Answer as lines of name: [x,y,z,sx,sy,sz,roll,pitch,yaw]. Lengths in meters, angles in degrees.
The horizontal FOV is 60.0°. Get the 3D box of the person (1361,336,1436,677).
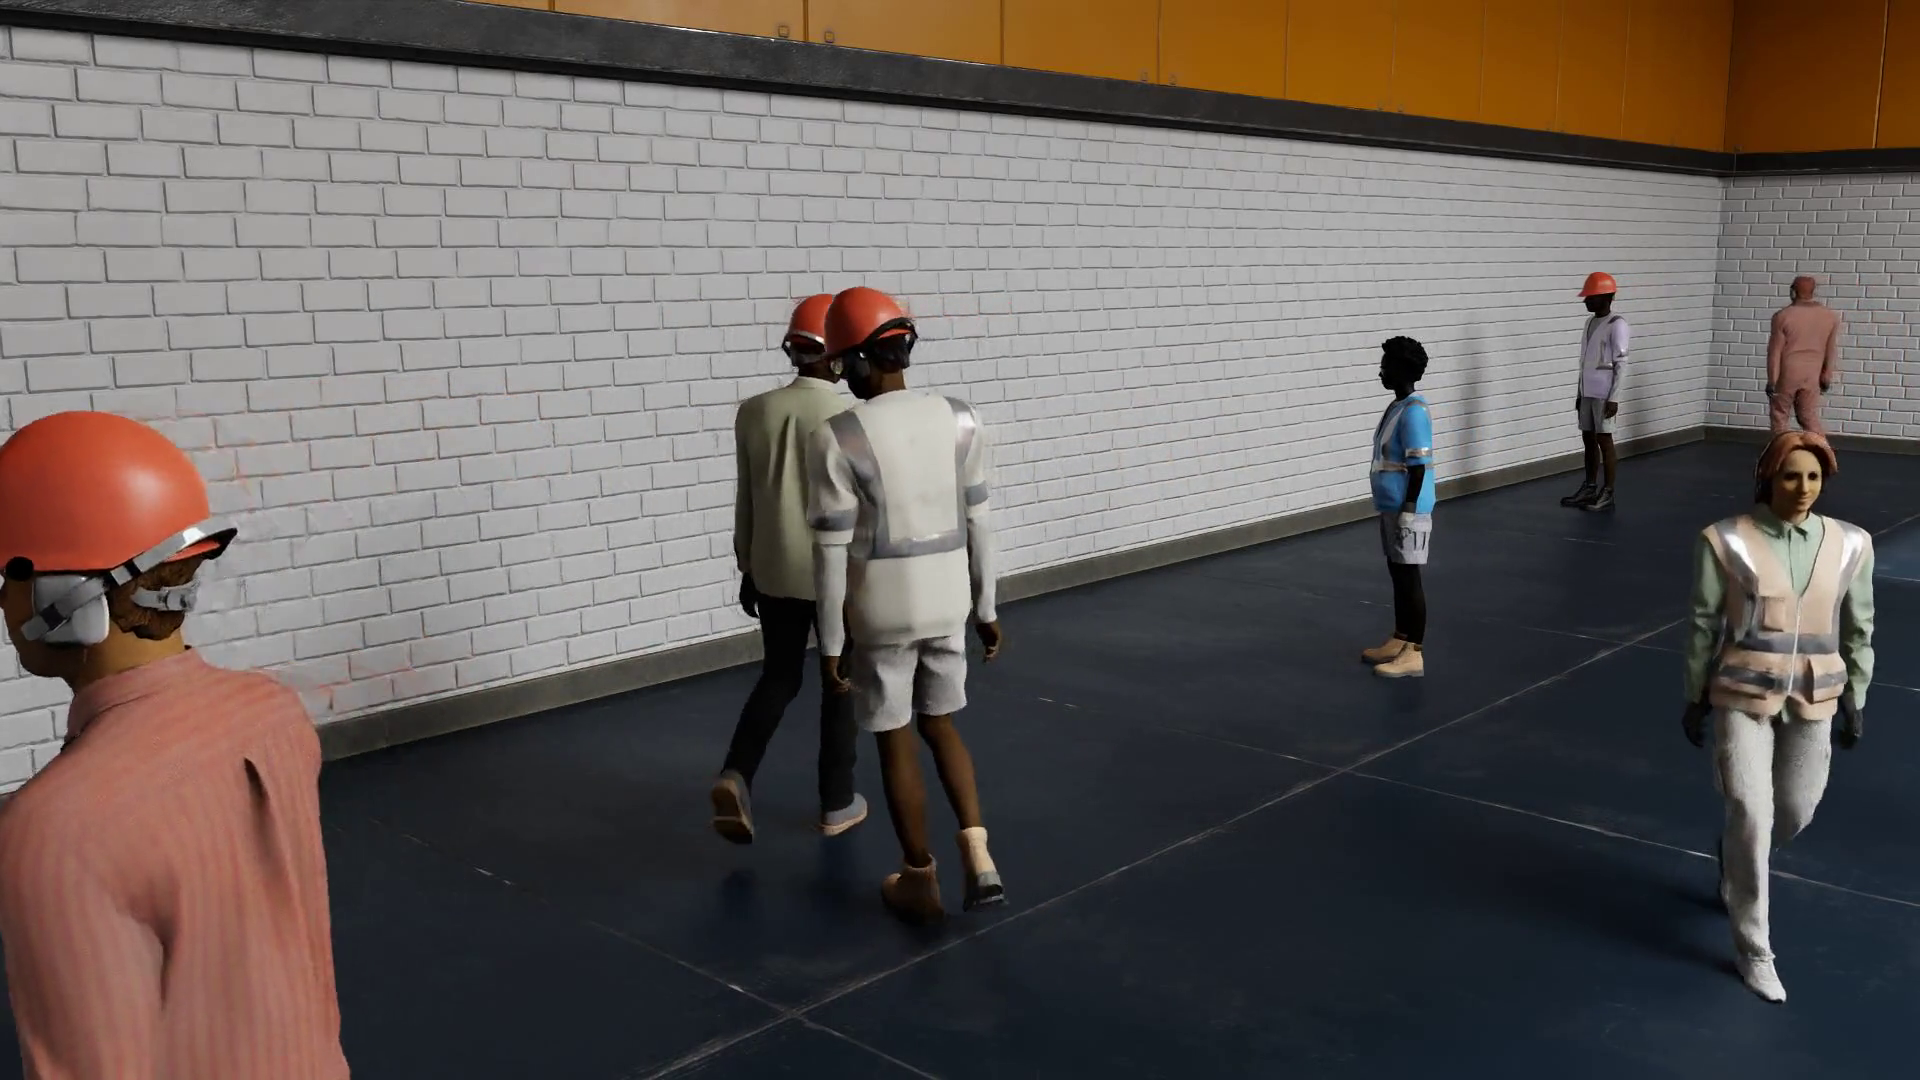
person: [2.199,-0.166,8.303,0.317,1.695,0.540,1,10,5]

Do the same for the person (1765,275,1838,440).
person: [7.876,-1.536,15.584,0.646,1.884,0.732,0,10,-2]

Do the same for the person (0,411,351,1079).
person: [-0.970,0.803,2.112,1.042,1.941,0.646,1,10,7]

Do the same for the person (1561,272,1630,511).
person: [5.159,-1.199,13.506,0.377,1.932,0.551,-2,10,-10]

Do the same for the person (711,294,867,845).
person: [-0.560,0.132,5.823,0.637,1.973,0.728,4,11,23]

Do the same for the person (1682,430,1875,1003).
person: [2.394,0.467,4.935,0.521,1.618,0.709,1,10,5]

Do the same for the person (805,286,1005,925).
person: [-0.167,0.234,5.122,0.659,2.013,0.542,-6,12,-31]
